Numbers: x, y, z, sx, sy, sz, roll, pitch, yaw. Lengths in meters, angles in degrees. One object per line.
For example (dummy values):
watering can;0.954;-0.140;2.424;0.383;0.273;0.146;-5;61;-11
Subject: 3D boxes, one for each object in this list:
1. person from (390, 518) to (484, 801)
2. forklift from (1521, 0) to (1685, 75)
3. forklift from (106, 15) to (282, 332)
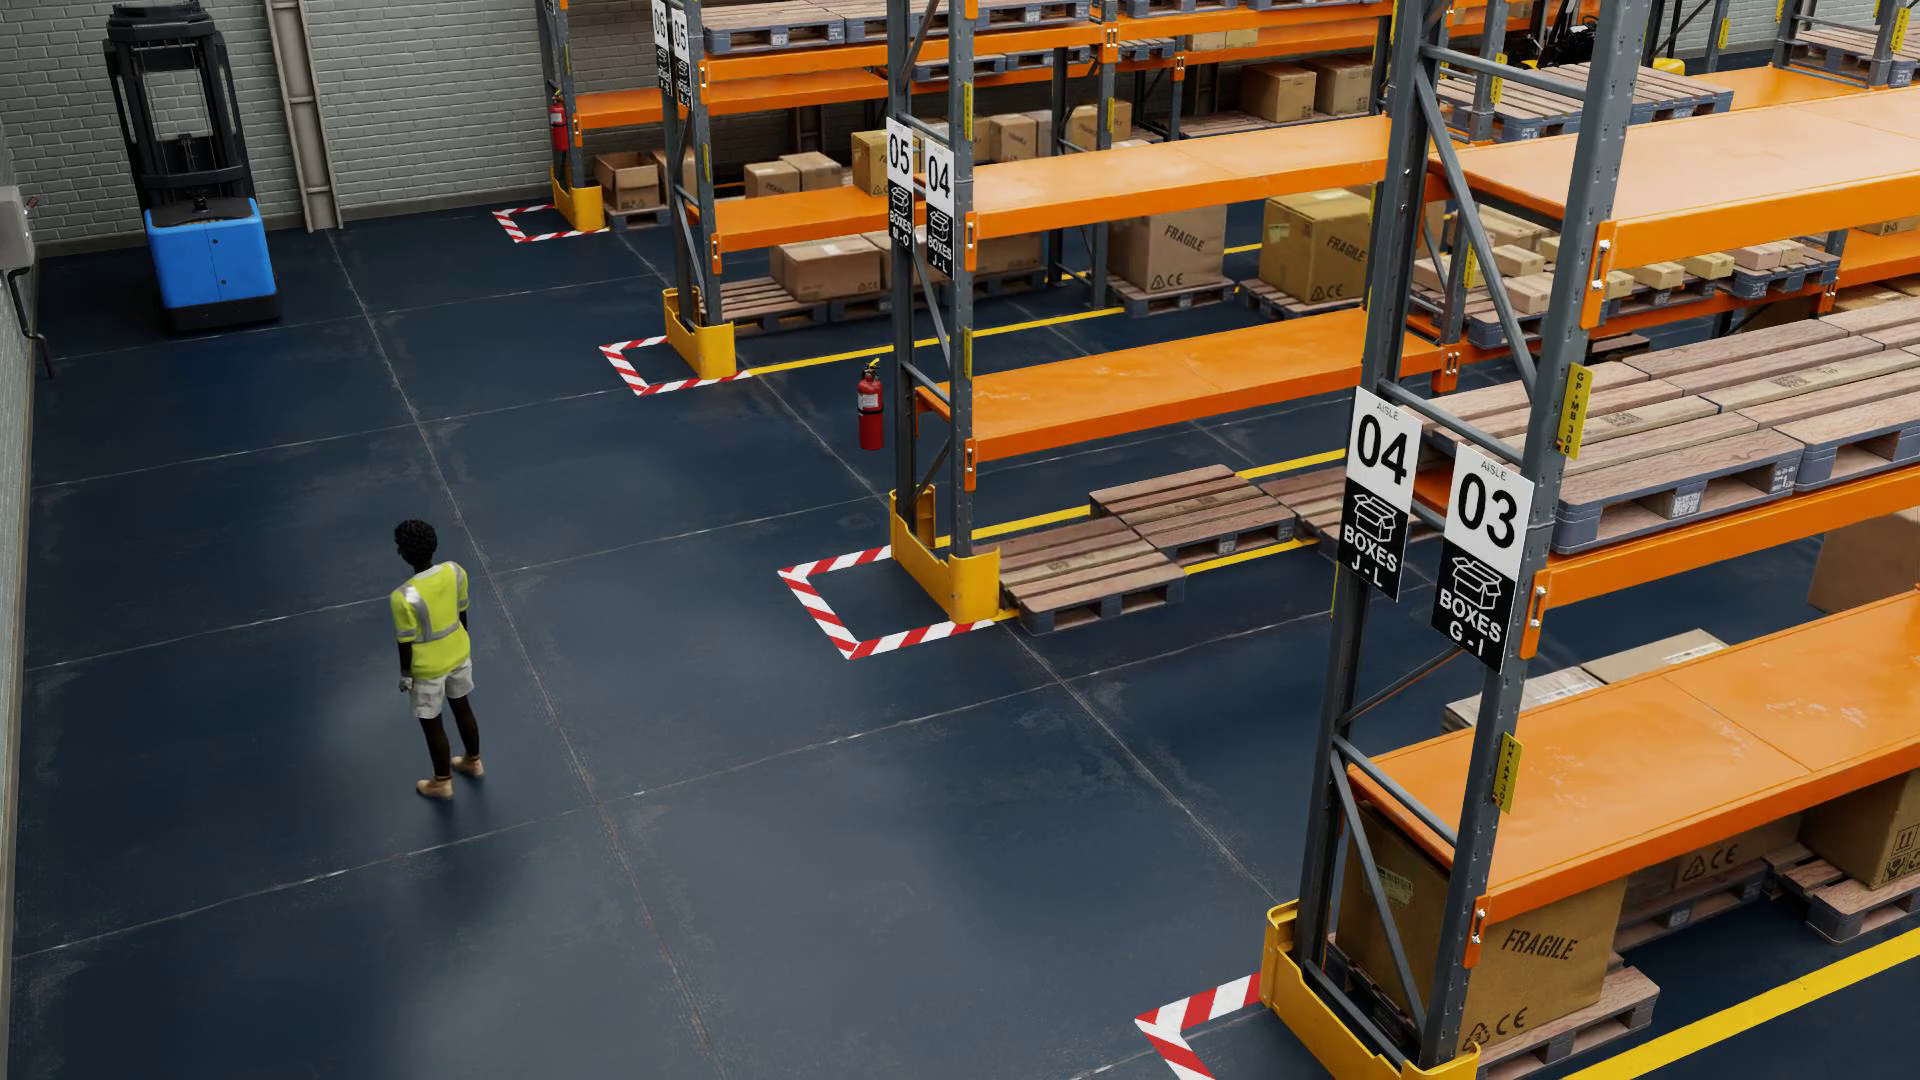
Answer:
person;-2.919;0.663;9.293;0.324;1.685;0.539;13;30;23
forklift;8.950;-6.807;23.056;1.214;2.155;2.313;-12;30;-22
forklift;-7.548;-3.672;16.323;1.129;2.768;1.873;-12;30;-22
